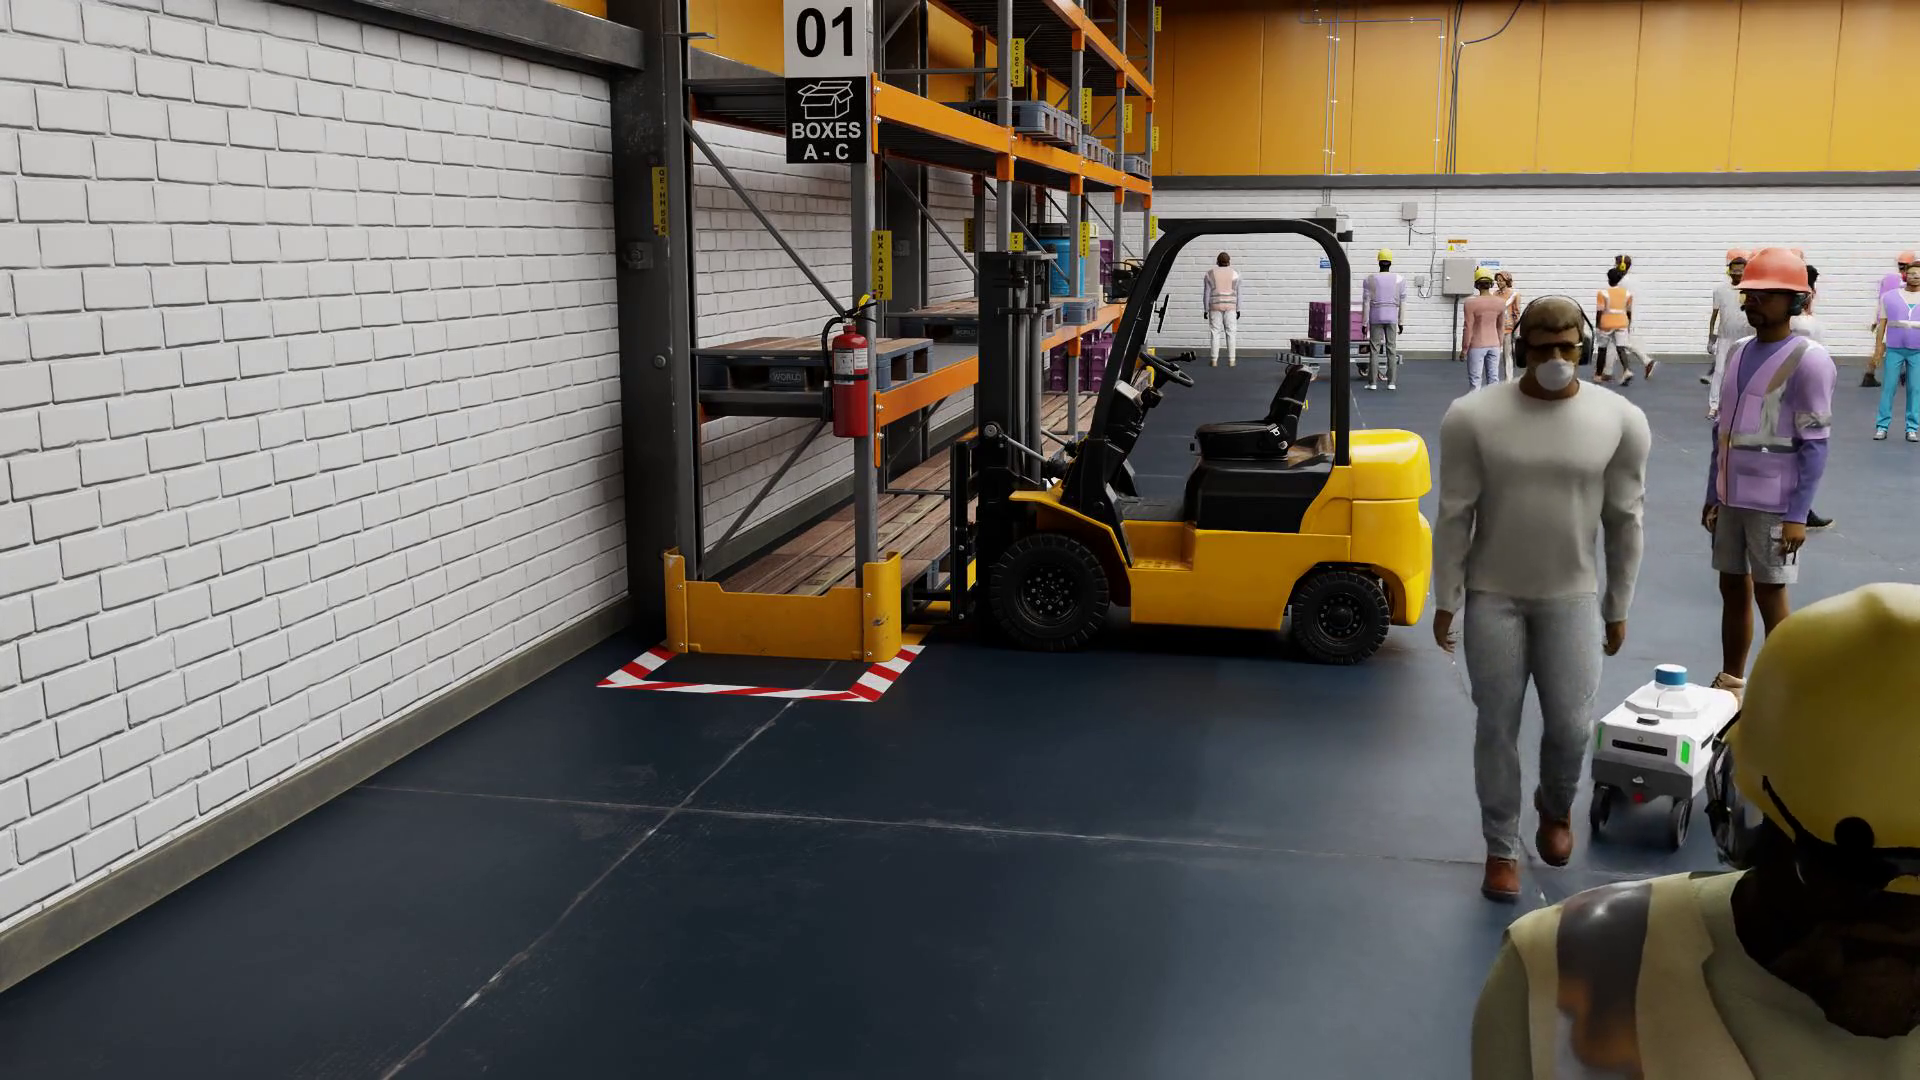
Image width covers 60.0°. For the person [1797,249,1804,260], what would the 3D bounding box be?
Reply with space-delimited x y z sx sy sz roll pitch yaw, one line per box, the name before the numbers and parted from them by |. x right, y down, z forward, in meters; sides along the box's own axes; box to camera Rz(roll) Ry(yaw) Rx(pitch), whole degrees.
person | 12.382 -3.379 24.822 0.649 1.913 0.409 -7 12 -34

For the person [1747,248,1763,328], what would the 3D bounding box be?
person | 10.574 -2.901 22.132 0.552 1.937 0.358 -8 13 -39

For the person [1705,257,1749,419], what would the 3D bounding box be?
person | 8.843 -2.299 19.032 0.533 1.864 0.310 4 11 22

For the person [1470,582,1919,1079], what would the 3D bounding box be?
person | 0.715 0.926 1.463 0.589 1.826 0.403 2 11 13

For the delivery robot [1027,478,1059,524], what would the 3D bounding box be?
delivery robot | 0.558 -0.250 11.135 0.477 0.478 0.707 -7 13 -36

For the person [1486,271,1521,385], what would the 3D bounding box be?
person | 7.208 -2.754 22.150 0.309 1.636 0.523 -9 14 -40

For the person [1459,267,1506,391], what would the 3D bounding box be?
person | 5.679 -2.081 18.118 0.526 1.765 0.329 -3 11 -17

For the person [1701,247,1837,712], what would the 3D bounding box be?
person | 3.308 -0.182 6.924 0.358 2.047 0.615 -2 11 -10

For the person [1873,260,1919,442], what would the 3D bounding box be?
person | 9.714 -1.933 17.078 0.569 1.845 0.384 5 12 27

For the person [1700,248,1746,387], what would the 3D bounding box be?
person | 10.853 -3.093 23.252 1.062 1.929 0.625 -7 12 -32

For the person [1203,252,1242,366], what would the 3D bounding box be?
person | 4.251 -3.734 26.966 0.624 1.845 0.430 1 10 4

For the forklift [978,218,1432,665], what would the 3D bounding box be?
forklift | 1.285 -0.567 8.635 2.313 2.155 1.214 2 11 11

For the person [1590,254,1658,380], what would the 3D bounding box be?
person | 9.676 -3.214 24.116 0.818 1.847 0.522 7 12 34

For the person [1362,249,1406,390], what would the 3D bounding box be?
person | 5.775 -3.002 22.716 0.587 1.928 0.363 0 10 2

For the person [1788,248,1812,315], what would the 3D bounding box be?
person | 11.508 -3.081 23.146 0.633 1.928 1.040 1 10 7

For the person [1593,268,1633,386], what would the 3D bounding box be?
person | 9.262 -3.008 23.505 0.561 1.656 0.841 0 10 -1

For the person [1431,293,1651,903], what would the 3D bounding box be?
person | 1.806 0.186 5.250 0.629 1.918 0.468 3 11 18

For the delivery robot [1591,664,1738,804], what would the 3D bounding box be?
delivery robot | 2.538 0.691 5.975 0.477 0.478 0.707 8 13 36

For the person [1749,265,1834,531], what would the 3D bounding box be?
person | 5.752 -0.968 11.615 1.032 1.919 0.611 -3 11 -15

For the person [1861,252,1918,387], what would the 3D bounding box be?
person | 13.099 -3.074 23.236 1.005 1.874 0.554 -2 11 -11
